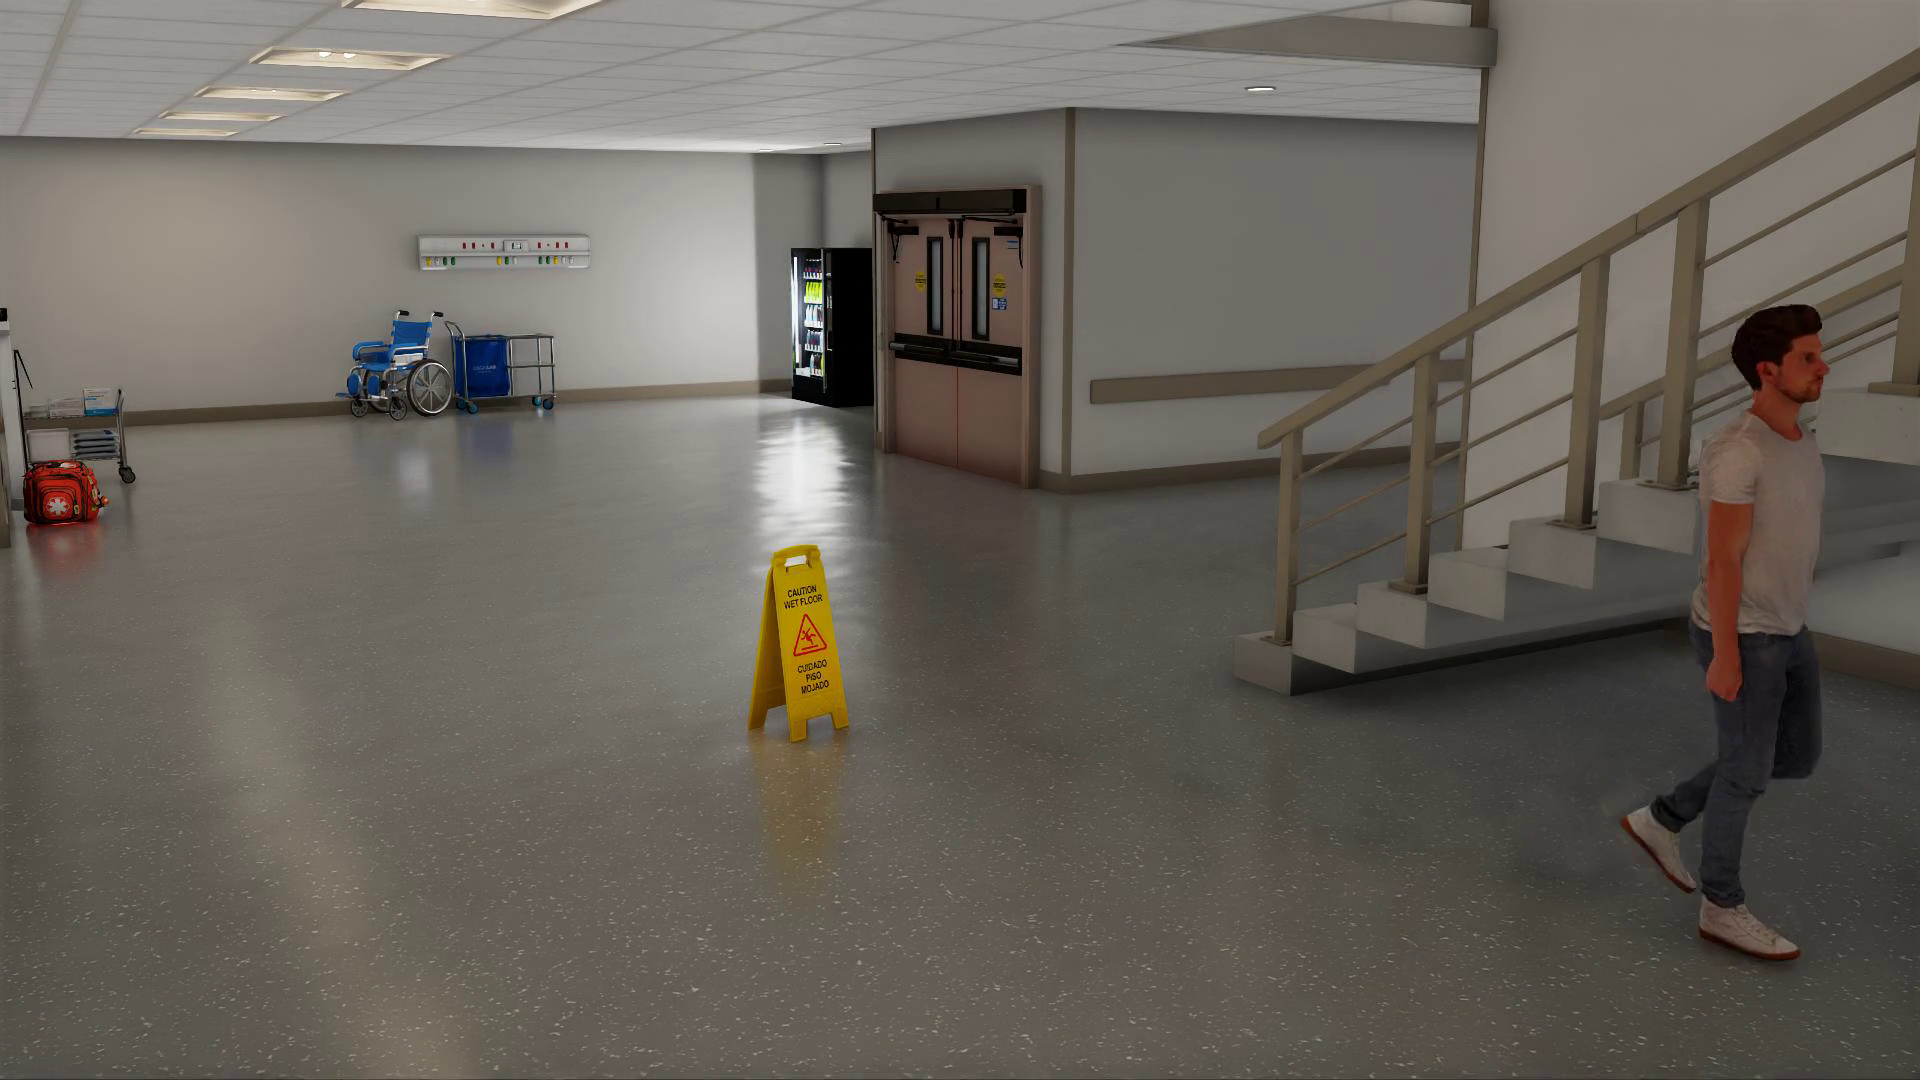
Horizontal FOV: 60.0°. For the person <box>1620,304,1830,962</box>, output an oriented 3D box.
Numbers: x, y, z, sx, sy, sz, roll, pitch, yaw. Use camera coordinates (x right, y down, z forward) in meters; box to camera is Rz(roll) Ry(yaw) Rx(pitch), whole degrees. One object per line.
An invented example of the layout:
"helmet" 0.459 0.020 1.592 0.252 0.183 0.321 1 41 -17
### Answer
"person" 2.245 0.257 4.881 0.791 1.888 0.895 -10 15 -43
